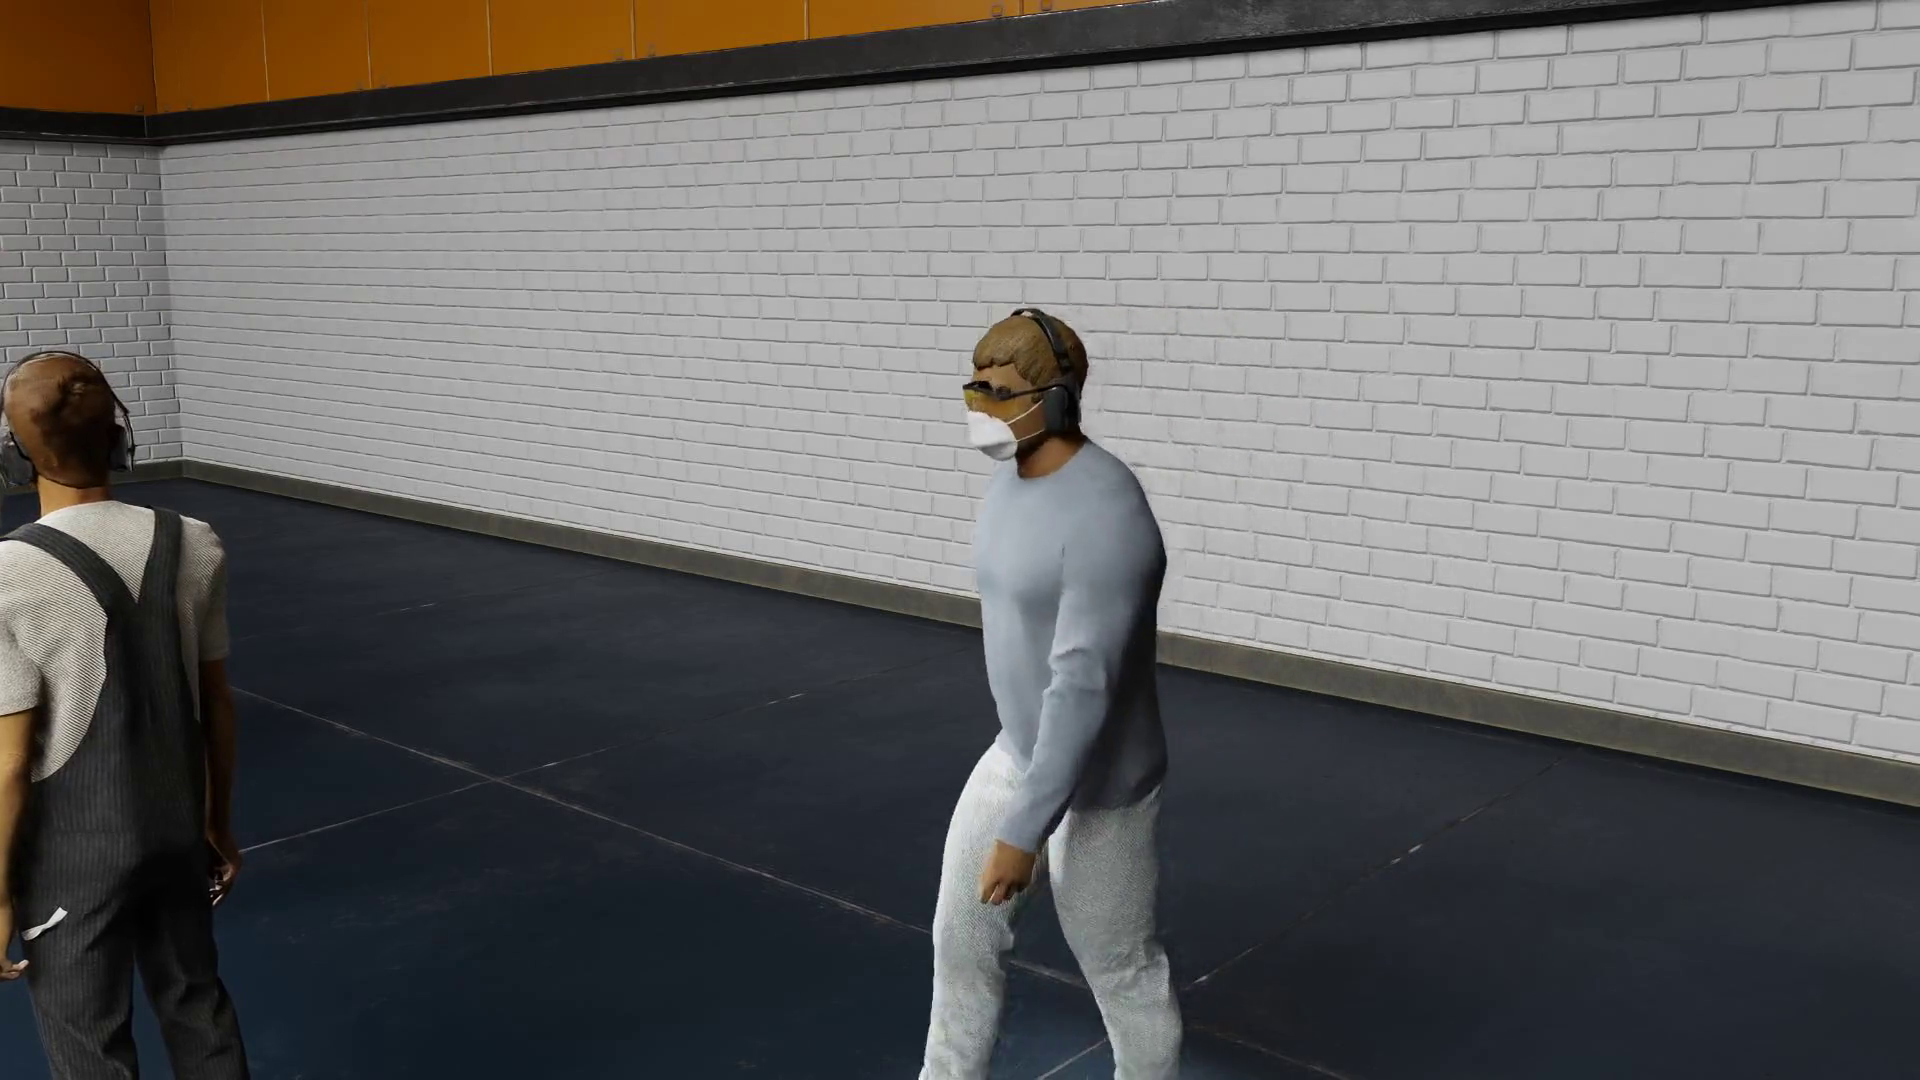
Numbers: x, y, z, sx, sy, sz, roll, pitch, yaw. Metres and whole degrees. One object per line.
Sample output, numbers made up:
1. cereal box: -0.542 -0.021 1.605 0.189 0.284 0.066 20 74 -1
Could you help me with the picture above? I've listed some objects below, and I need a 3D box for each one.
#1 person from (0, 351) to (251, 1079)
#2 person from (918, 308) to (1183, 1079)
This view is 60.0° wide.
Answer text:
1. person: -1.551 0.579 3.044 0.329 1.842 0.516 5 11 27
2. person: 0.104 0.504 3.301 0.875 1.899 0.635 -5 11 -24
